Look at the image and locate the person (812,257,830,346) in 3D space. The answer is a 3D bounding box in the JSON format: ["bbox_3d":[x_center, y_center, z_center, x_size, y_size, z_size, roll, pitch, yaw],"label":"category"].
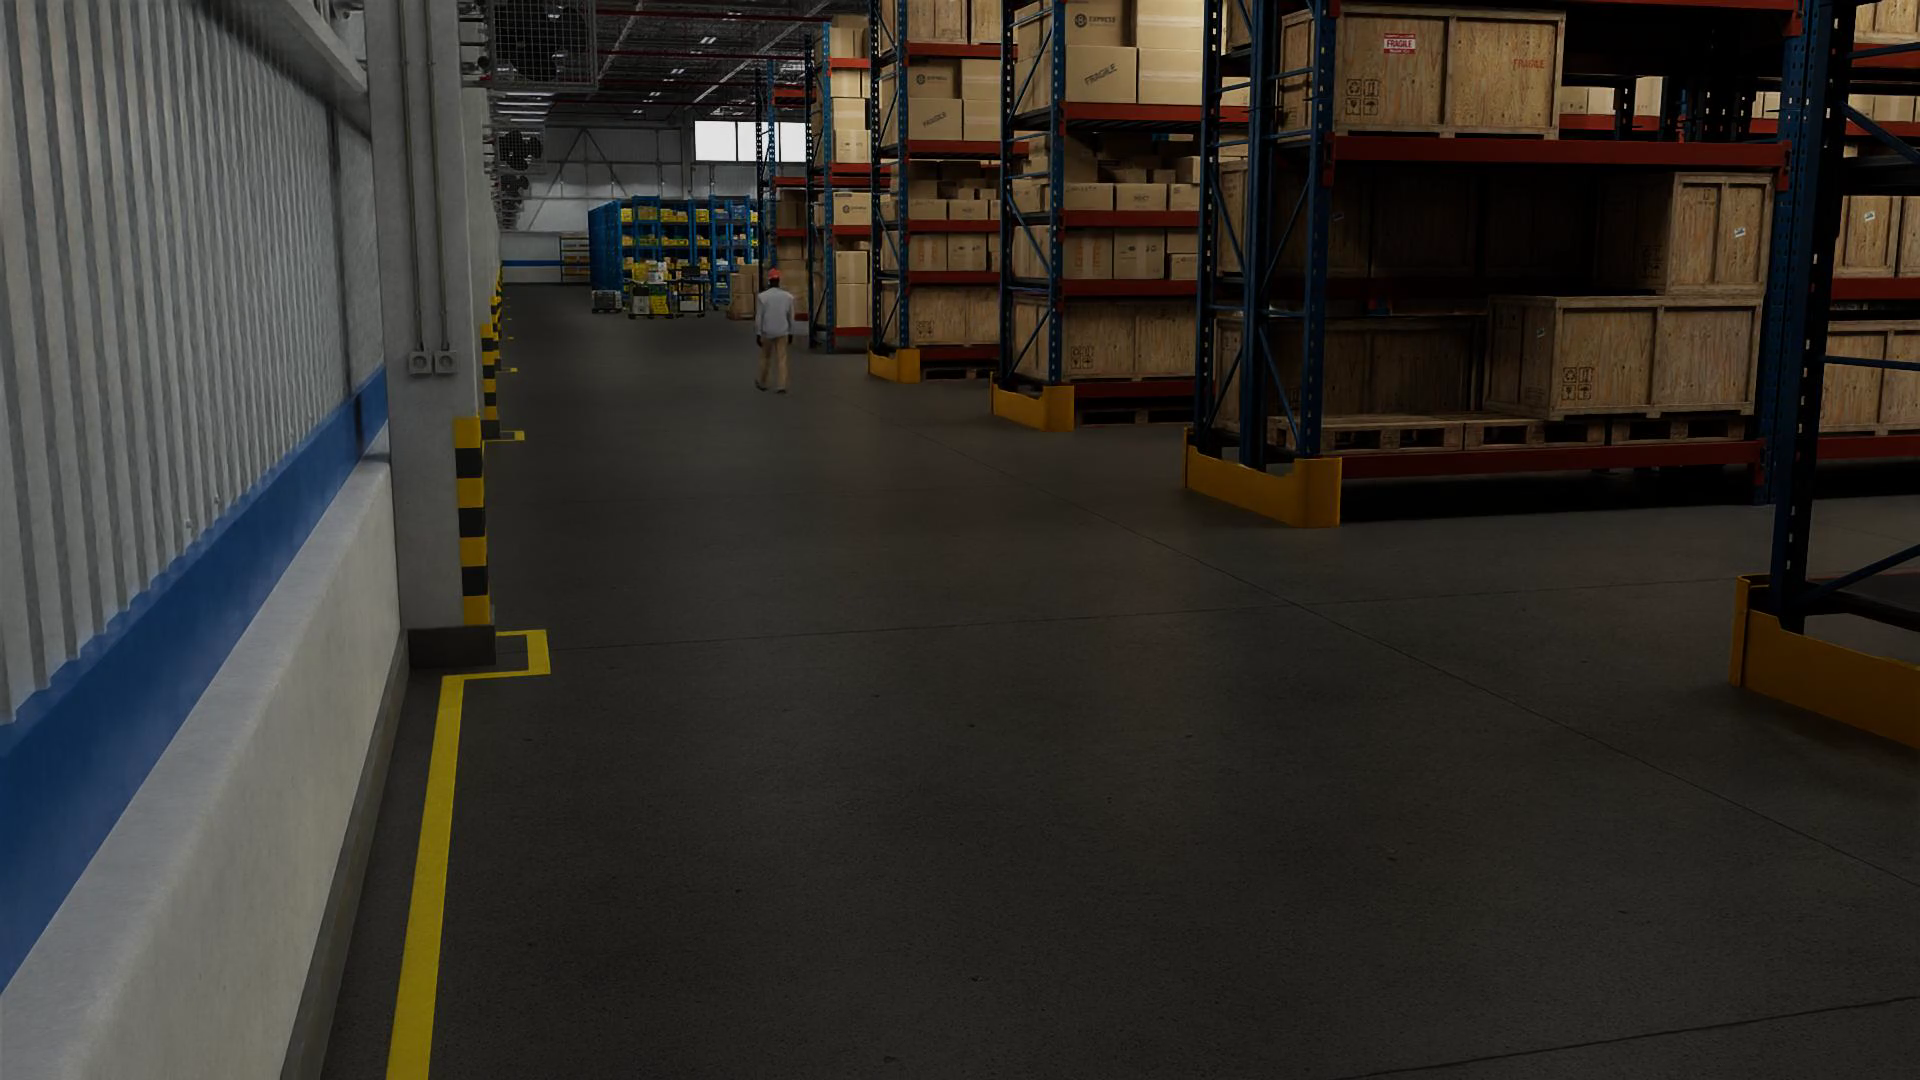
[{"bbox_3d":[-2.737,-4.841,33.773,0.517,1.819,0.638,-6,12,-30],"label":"person"}]

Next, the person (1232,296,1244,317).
[{"bbox_3d":[3.082,-1.944,17.639,0.790,1.742,0.532,-2,10,-9],"label":"person"}]

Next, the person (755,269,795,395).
[{"bbox_3d":[-2.566,-2.860,22.871,0.597,1.702,0.883,-4,11,-24],"label":"person"}]

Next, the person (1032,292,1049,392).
[{"bbox_3d":[1.406,-2.992,23.085,0.909,1.898,0.577,2,10,13],"label":"person"}]
